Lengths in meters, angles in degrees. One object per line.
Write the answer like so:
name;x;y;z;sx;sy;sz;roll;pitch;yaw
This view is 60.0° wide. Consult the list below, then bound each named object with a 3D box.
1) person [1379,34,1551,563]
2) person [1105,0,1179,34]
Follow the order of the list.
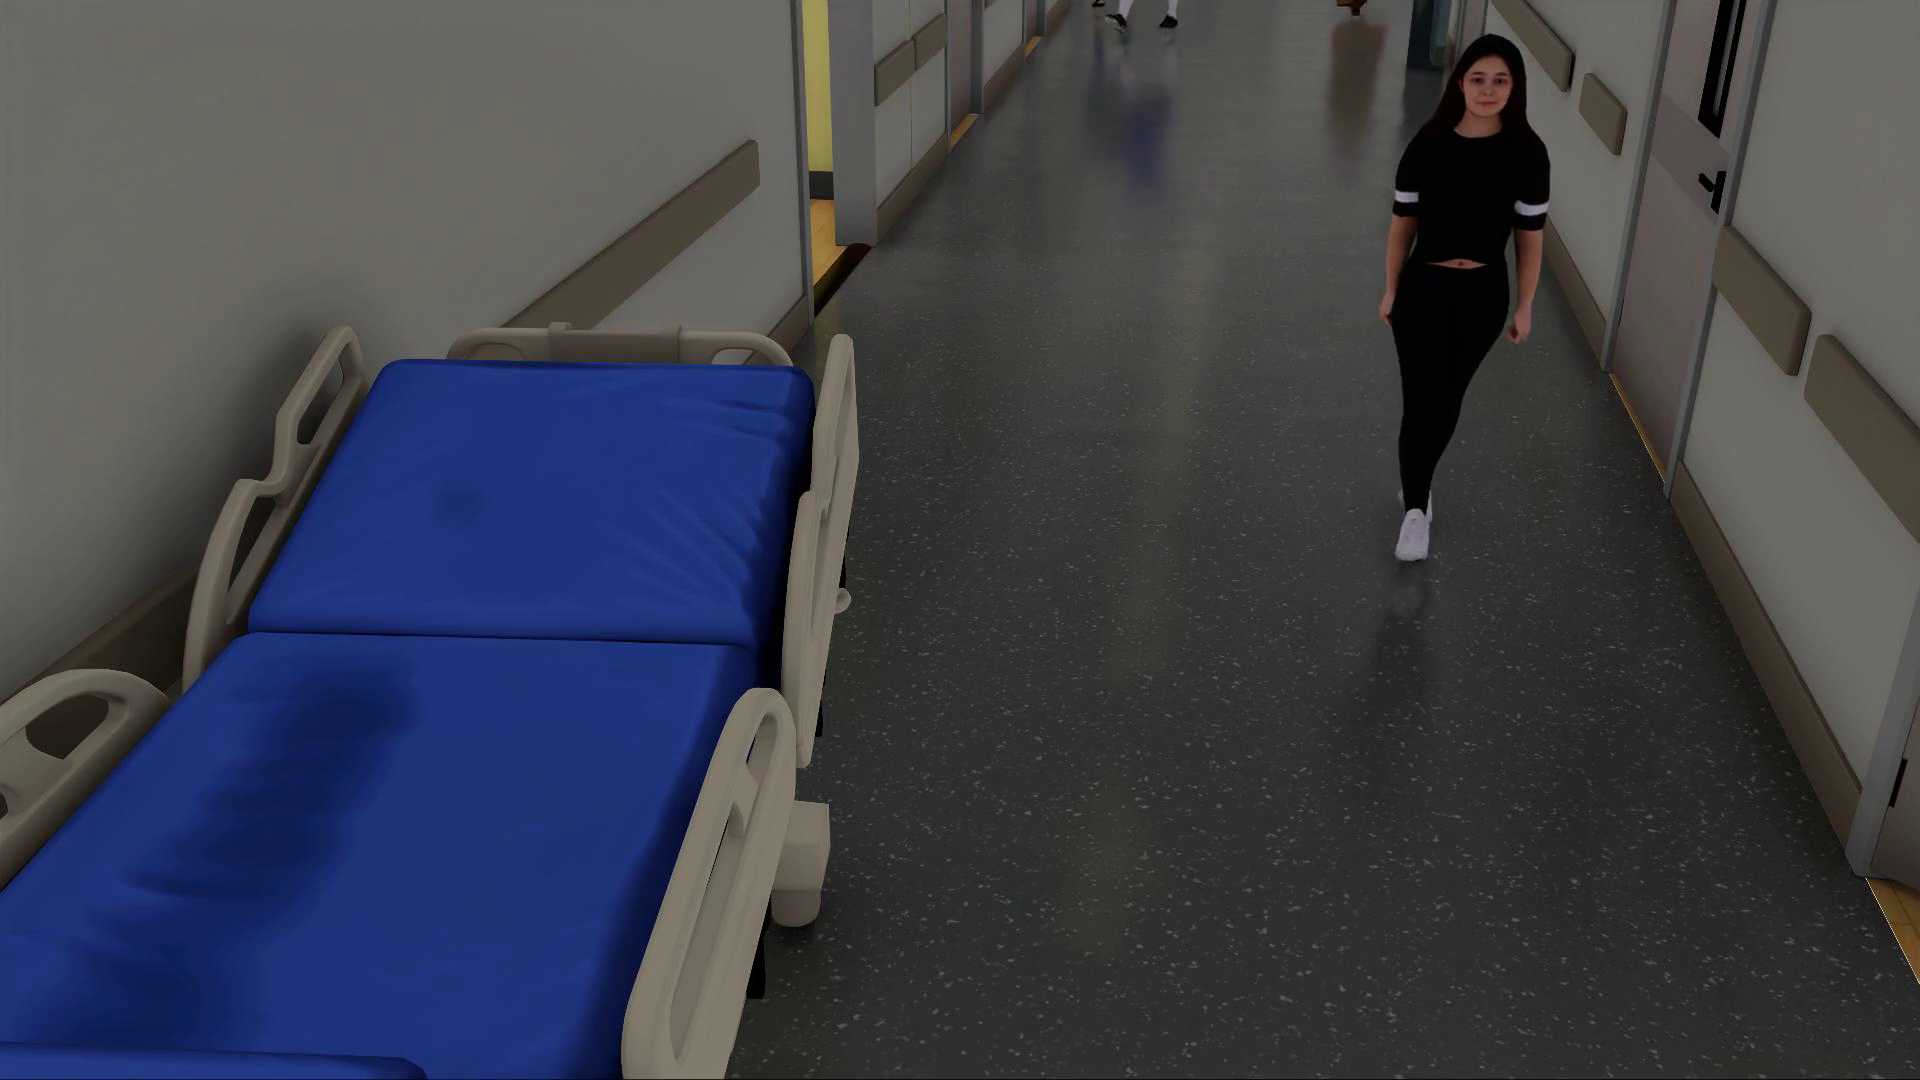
person;1.584;-0.797;5.350;0.792;1.618;0.660;4;26;9
person;1.785;-5.369;14.638;1.210;1.787;1.085;18;31;32
